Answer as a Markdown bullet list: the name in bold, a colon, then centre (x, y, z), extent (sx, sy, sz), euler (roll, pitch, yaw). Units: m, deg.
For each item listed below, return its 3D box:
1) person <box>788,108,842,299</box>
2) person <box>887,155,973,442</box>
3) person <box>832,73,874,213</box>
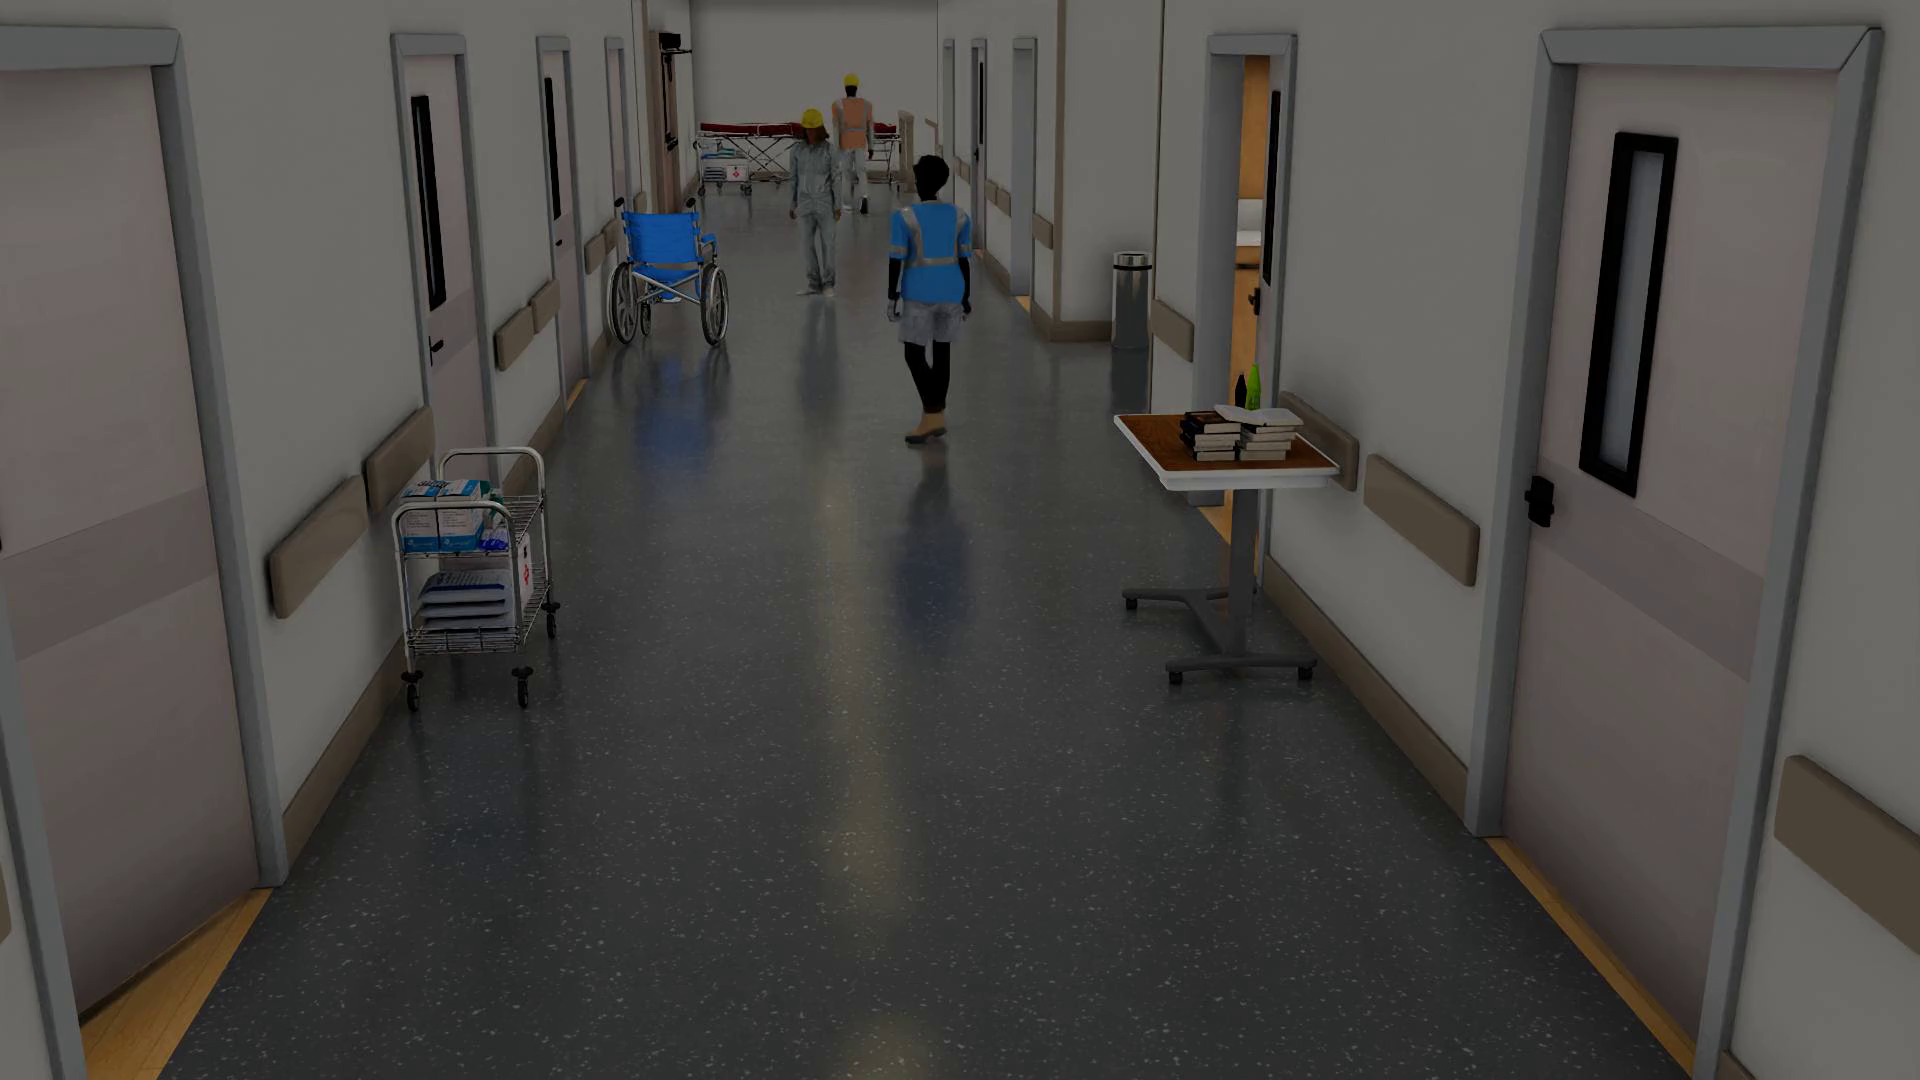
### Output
- **person**: centre (-1.333, -3.078, 15.279), extent (0.506, 1.730, 0.404), euler (3, 17, 11)
- **person**: centre (-0.139, -1.435, 9.905), extent (0.565, 1.664, 0.559), euler (-9, 19, -28)
- **person**: centre (-1.469, -5.515, 23.148), extent (0.598, 1.897, 0.887), euler (-4, 17, -14)
